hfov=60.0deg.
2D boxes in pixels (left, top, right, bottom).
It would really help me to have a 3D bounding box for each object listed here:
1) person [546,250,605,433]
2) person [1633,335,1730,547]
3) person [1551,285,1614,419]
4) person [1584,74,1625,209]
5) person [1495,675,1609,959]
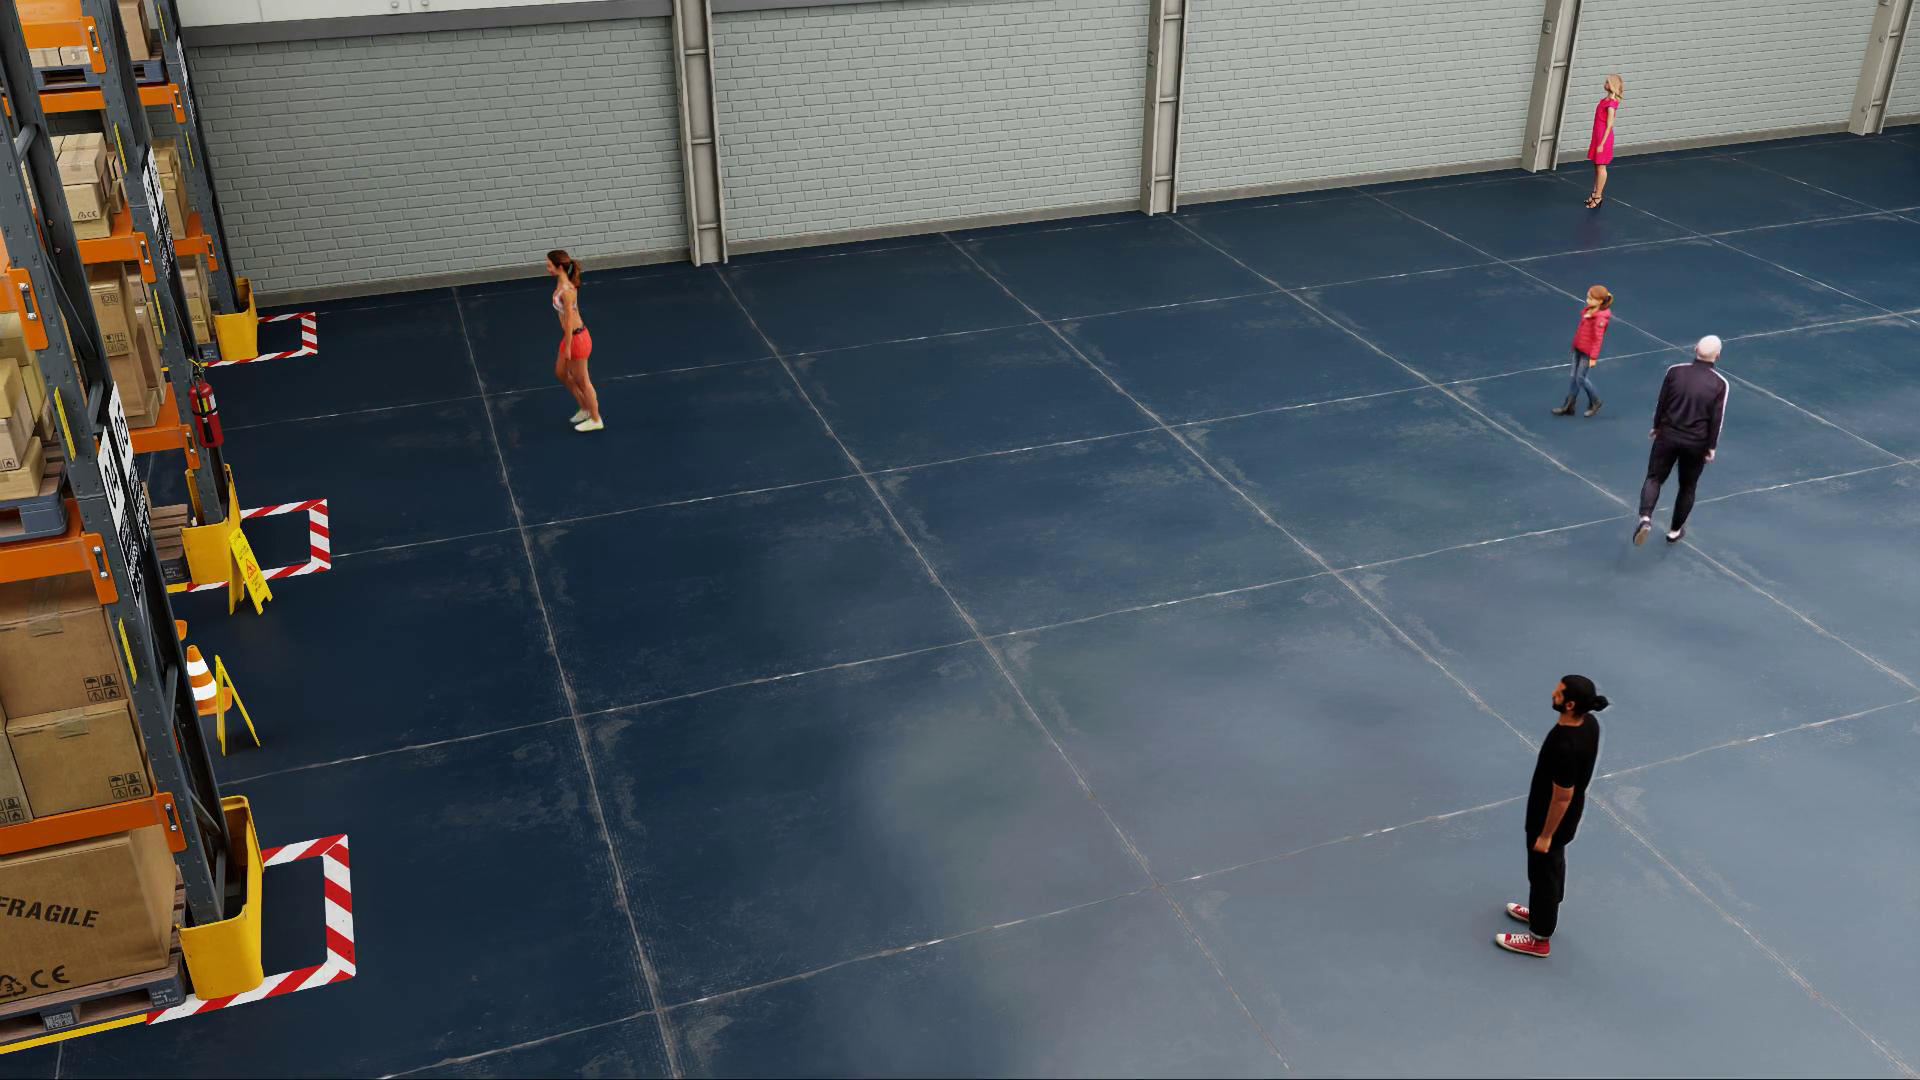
[{"bbox_3d":[-3.447,-1.829,15.303,0.627,1.777,0.606,-6,29,-11],"label":"person"},{"bbox_3d":[5.697,-0.729,13.195,1.007,1.818,1.119,18,33,30],"label":"person"},{"bbox_3d":[5.953,-1.778,15.704,0.723,1.309,0.616,-3,28,-5],"label":"person"},{"bbox_3d":[8.413,-5.221,21.725,0.697,1.728,0.663,7,29,12],"label":"person"},{"bbox_3d":[3.252,1.495,9.083,0.765,1.757,0.694,14,31,24],"label":"person"}]
